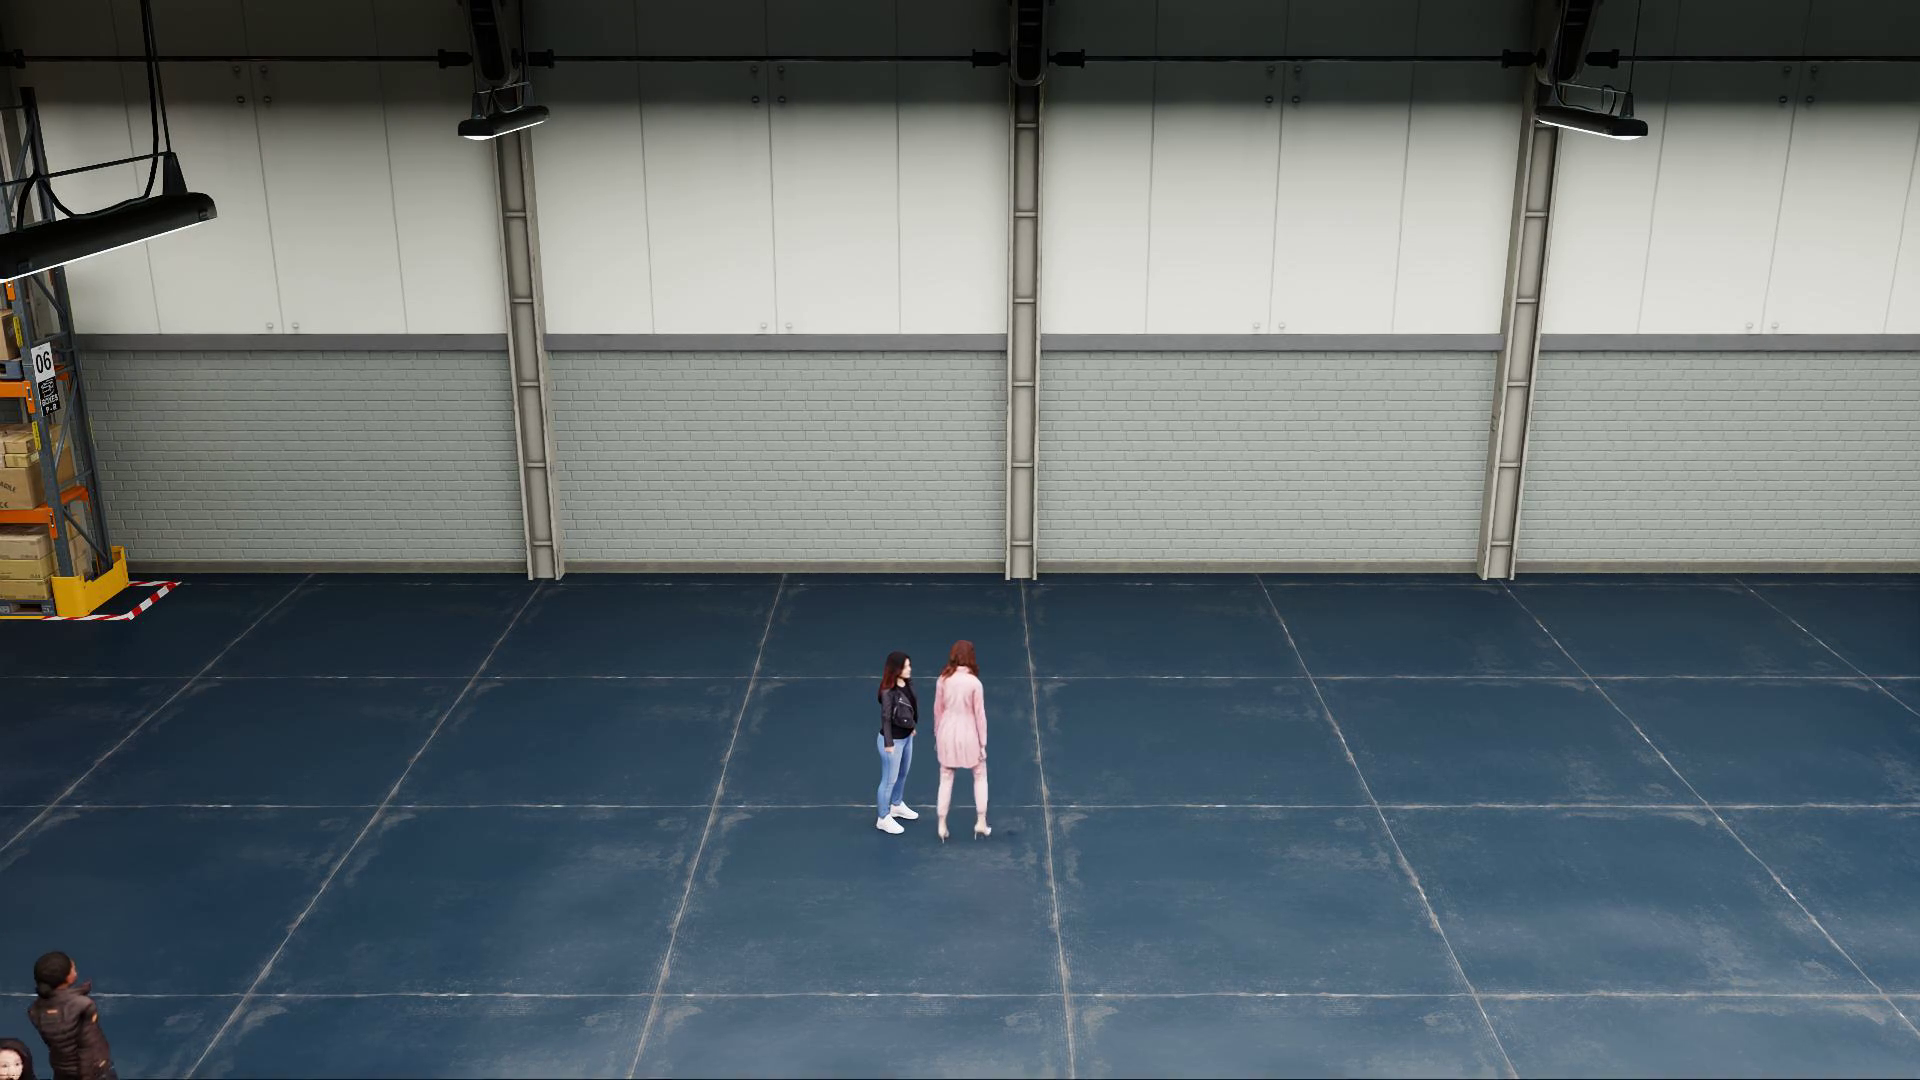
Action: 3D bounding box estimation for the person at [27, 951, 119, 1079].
[{"bbox_3d":[-5.248,3.181,10.079,0.712,1.594,0.671,-10,21,-29],"label":"person"}]

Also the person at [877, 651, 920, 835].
[{"bbox_3d":[-0.554,1.733,14.469,0.703,1.628,0.709,8,20,24],"label":"person"}]

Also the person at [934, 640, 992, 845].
[{"bbox_3d":[0.007,1.738,14.202,0.671,1.784,0.791,5,19,15],"label":"person"}]
